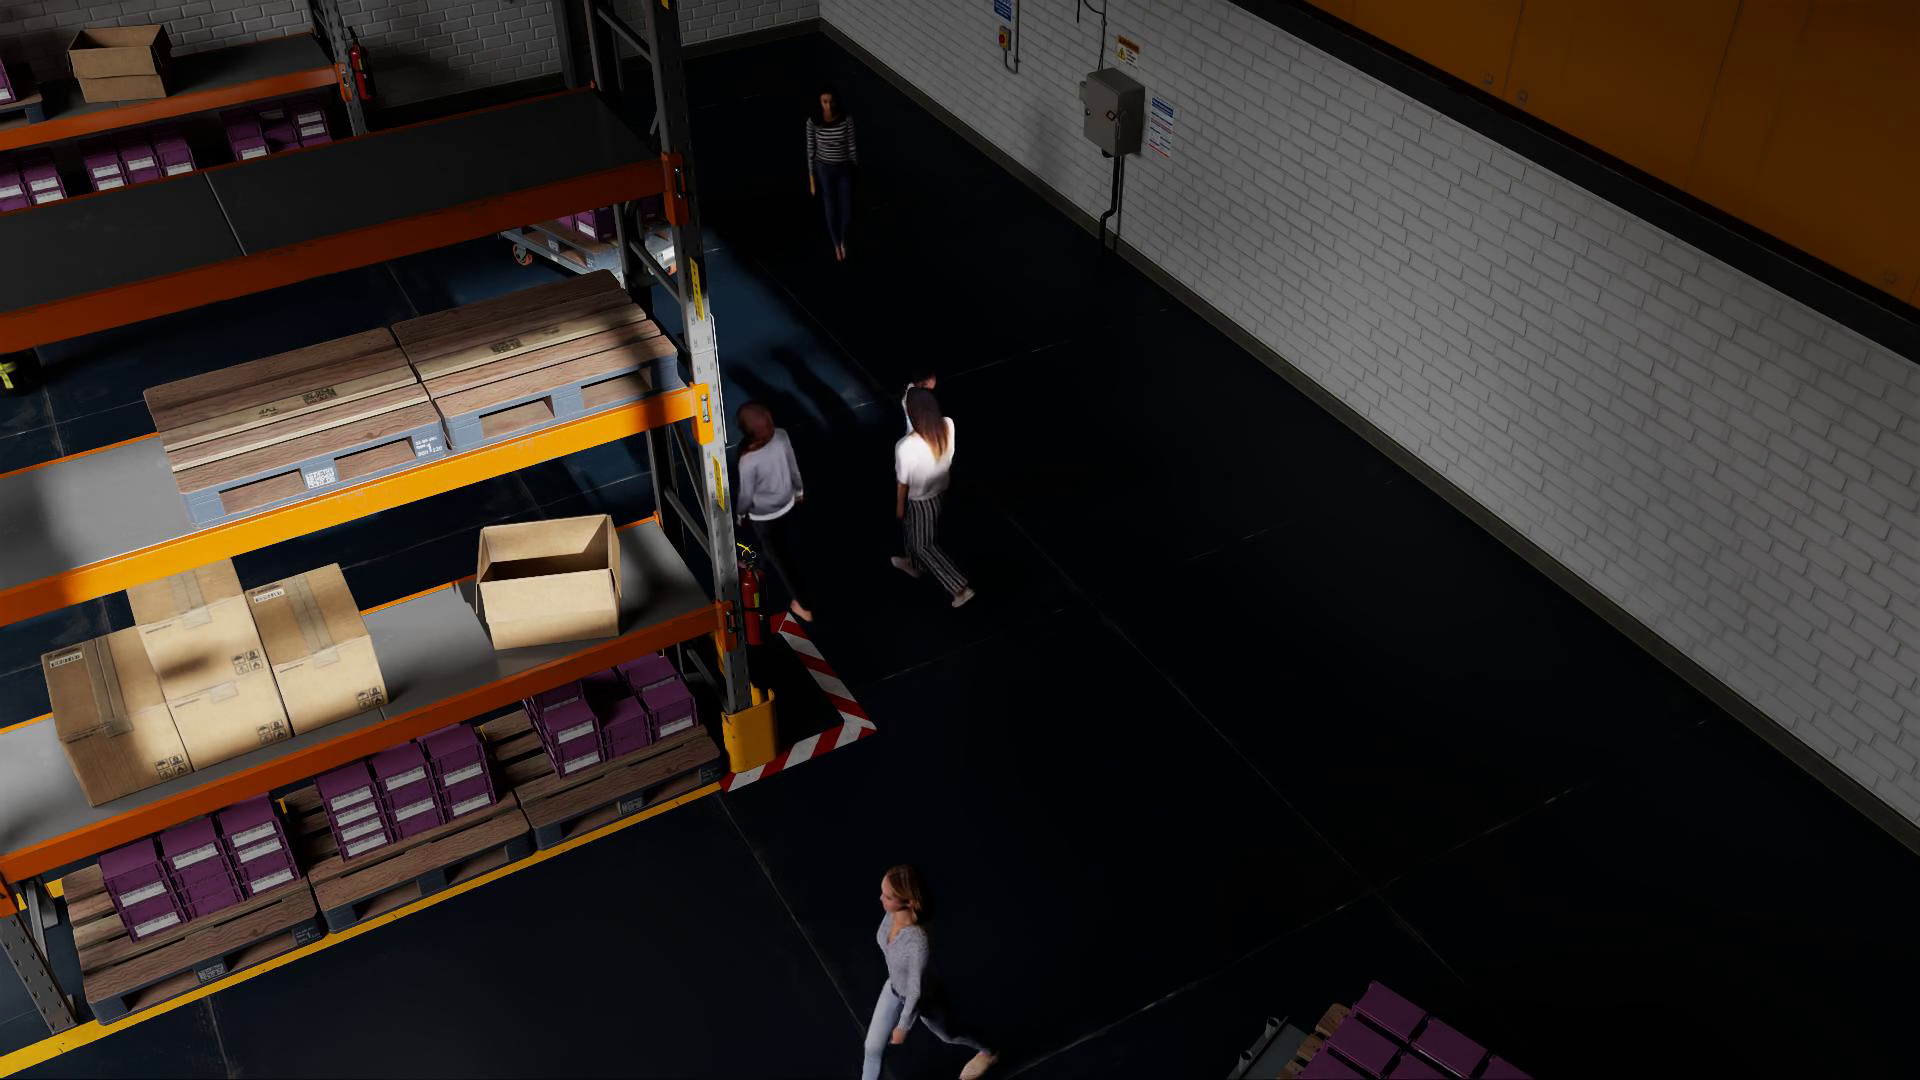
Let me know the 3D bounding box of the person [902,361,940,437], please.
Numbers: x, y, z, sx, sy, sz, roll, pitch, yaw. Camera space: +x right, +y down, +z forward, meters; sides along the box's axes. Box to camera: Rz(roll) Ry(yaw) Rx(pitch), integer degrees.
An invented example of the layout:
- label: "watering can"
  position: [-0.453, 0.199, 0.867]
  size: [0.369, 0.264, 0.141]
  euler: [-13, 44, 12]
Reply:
- label: "person"
  position: [-0.289, -0.754, 12.119]
  size: [0.571, 1.259, 0.539]
  euler: [-10, 40, -12]

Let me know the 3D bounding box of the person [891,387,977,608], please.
- label: "person"
  position: [-0.176, -0.264, 11.189]
  size: [1.003, 1.654, 1.119]
  euler: [26, 45, 29]

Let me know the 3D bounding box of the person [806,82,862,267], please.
- label: "person"
  position: [-1.137, -3.278, 14.867]
  size: [0.678, 1.773, 0.780]
  euler: [-7, 39, -8]

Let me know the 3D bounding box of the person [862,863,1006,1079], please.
- label: "person"
  position: [-0.120, 2.189, 8.044]
  size: [1.213, 1.745, 0.612]
  euler: [-18, 42, -21]

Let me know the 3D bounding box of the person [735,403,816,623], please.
- label: "person"
  position: [-1.167, -0.158, 10.994]
  size: [0.980, 1.732, 1.038]
  euler: [25, 45, 28]
